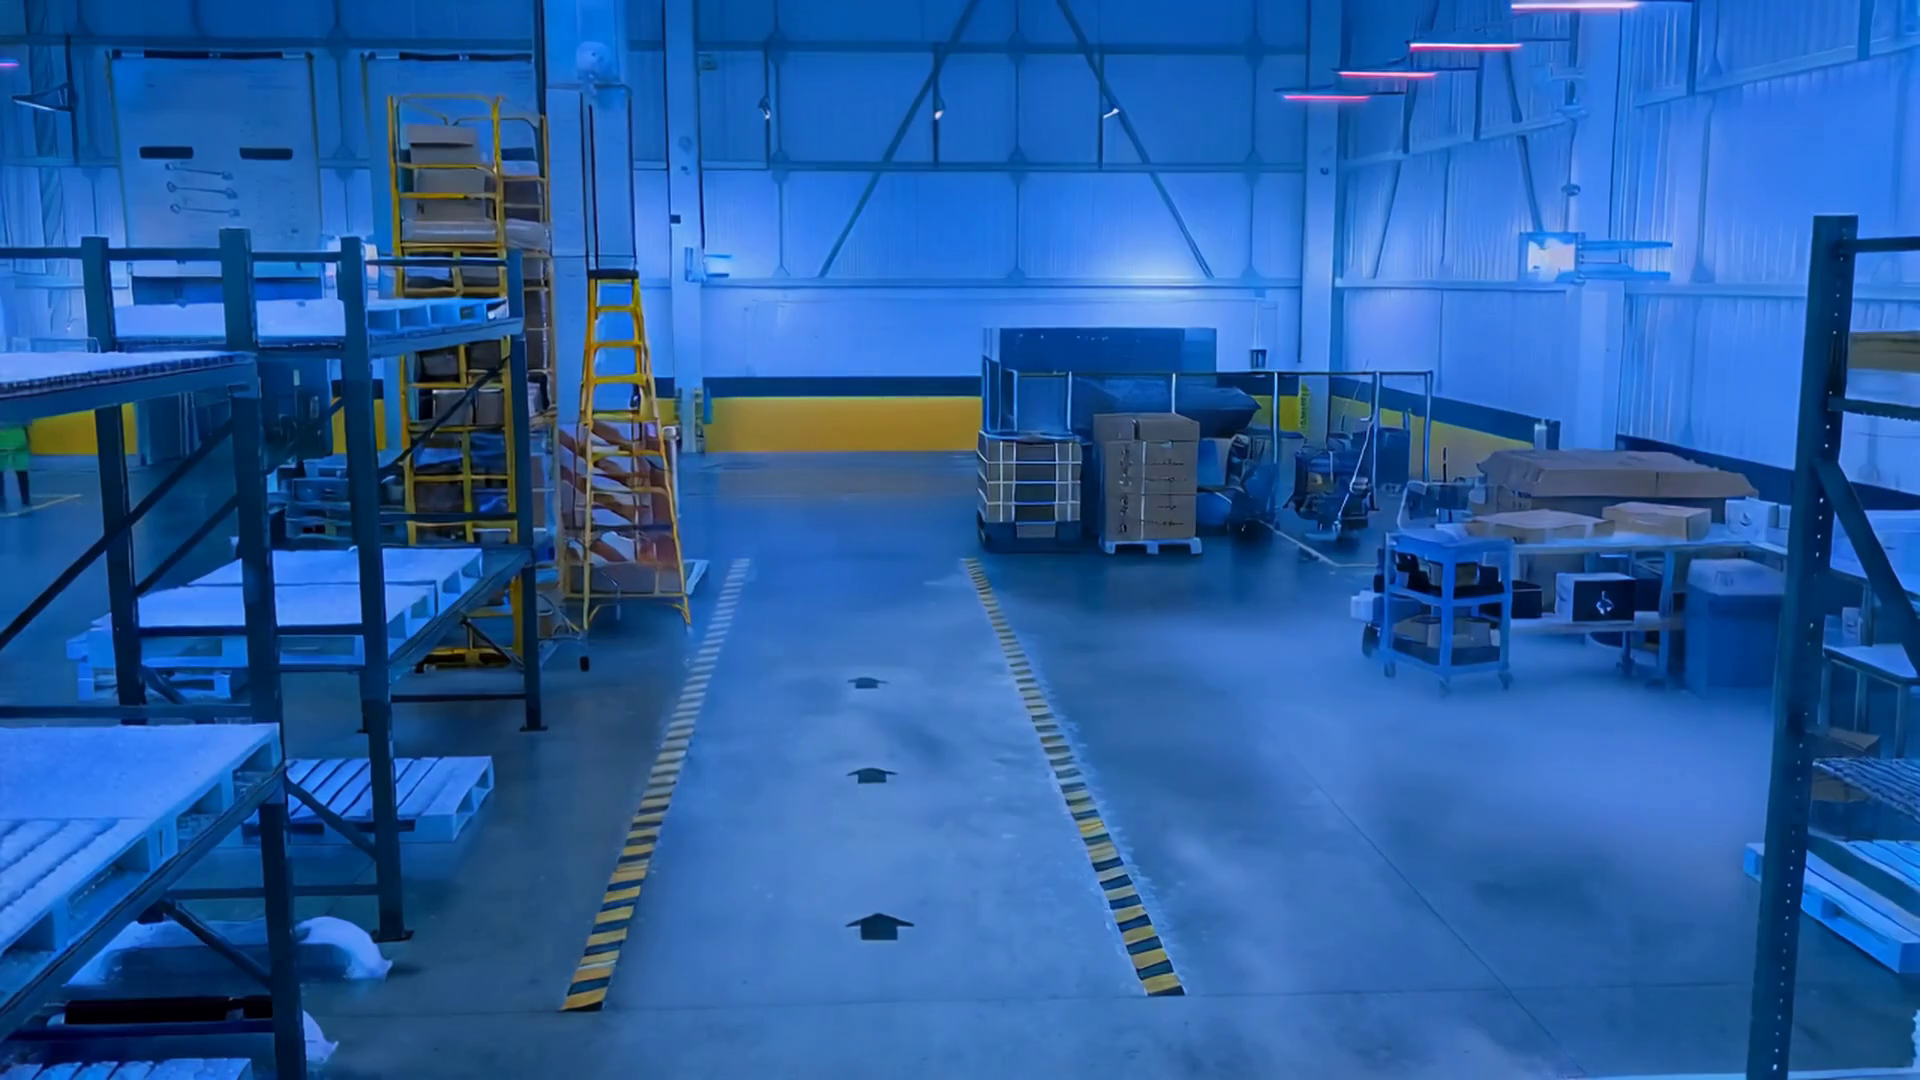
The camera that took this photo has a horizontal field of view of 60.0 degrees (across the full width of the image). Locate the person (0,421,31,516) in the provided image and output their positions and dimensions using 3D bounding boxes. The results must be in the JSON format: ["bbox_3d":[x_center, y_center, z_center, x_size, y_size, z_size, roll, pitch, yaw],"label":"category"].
[{"bbox_3d":[-11.455,-1.123,19.952,0.786,1.660,0.555,6,11,33],"label":"person"}]

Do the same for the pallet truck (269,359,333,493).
[{"bbox_3d":[-7.062,-1.131,18.996,1.885,1.965,0.823,2,9,13],"label":"pallet truck"}]
